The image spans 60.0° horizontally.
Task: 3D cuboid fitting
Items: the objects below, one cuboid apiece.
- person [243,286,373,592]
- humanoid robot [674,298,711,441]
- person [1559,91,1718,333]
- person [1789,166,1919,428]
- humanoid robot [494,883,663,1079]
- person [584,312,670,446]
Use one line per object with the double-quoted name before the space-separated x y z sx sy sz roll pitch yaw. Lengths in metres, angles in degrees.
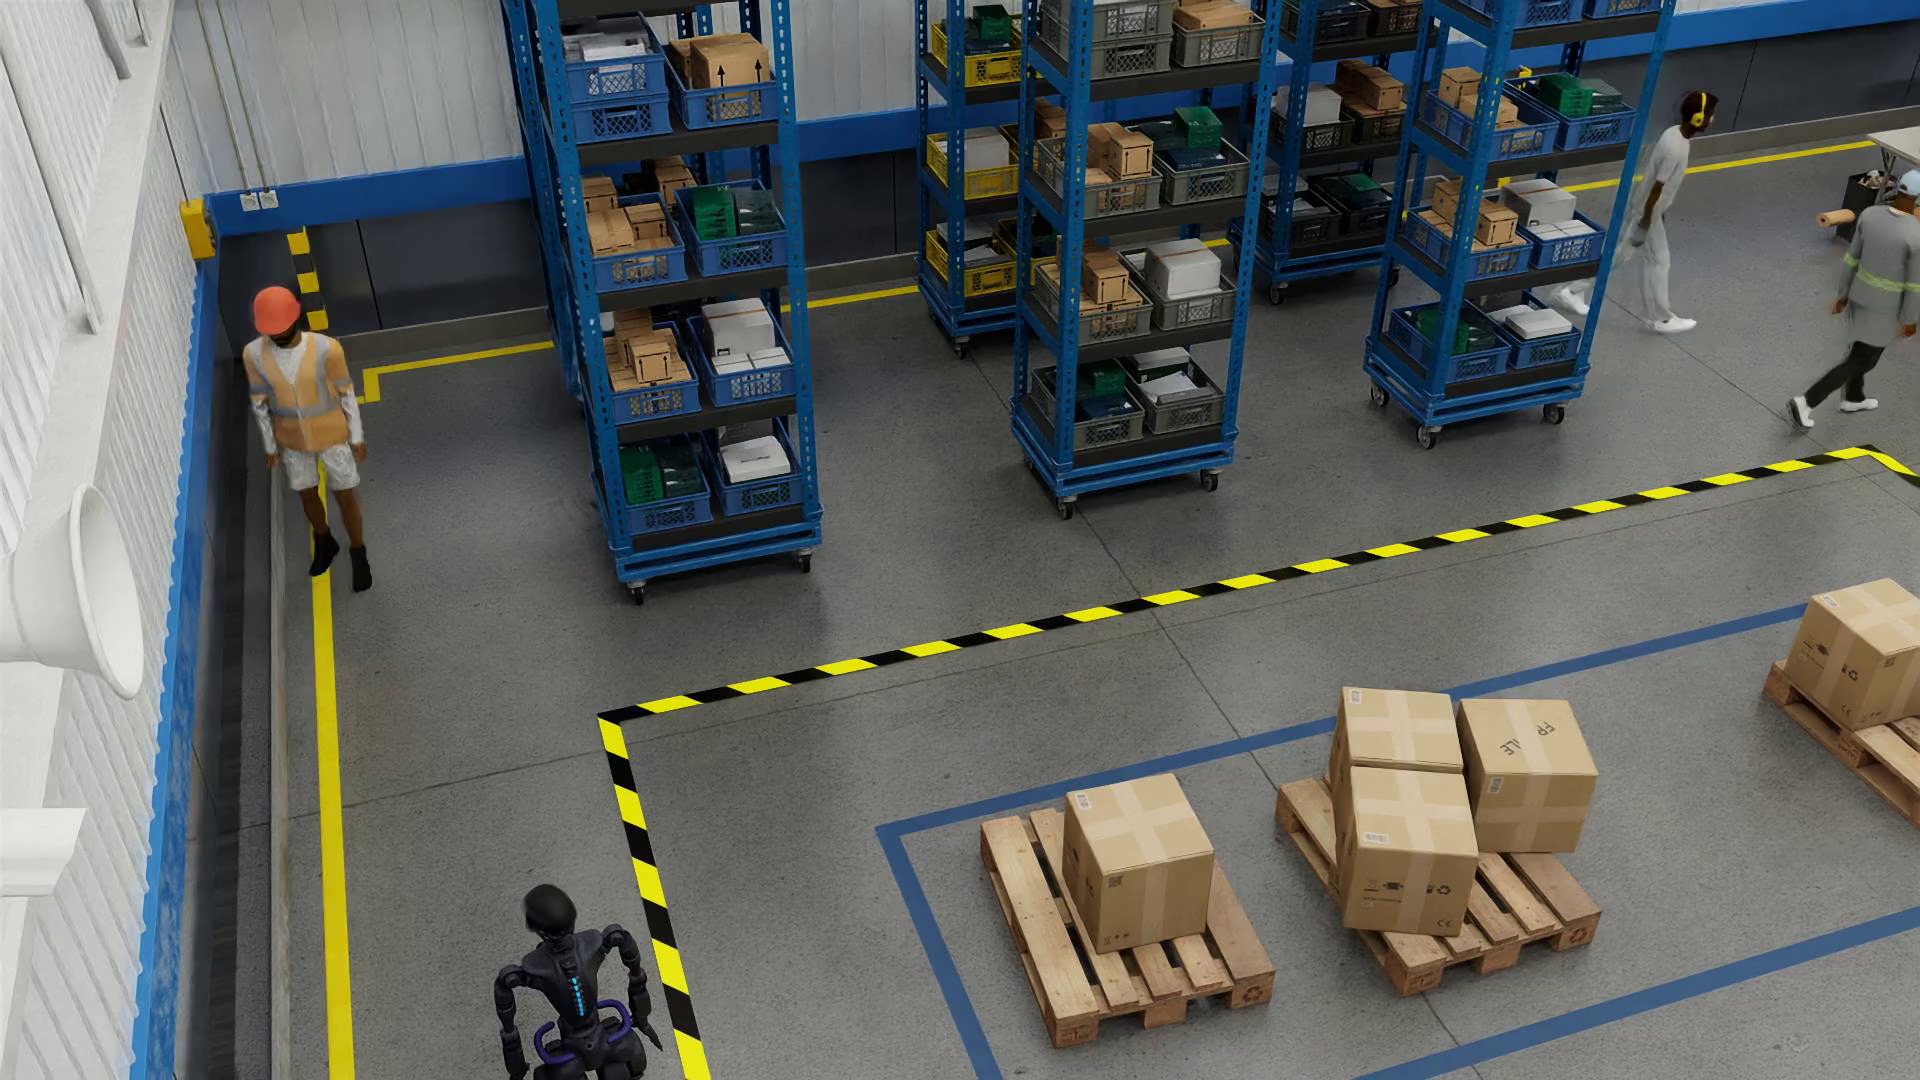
"person" -3.687 -0.586 9.472 0.572 1.928 0.571 -5 35 -7
"humanoid robot" -1.669 -1.292 10.696 0.688 1.648 0.589 0 35 0
"person" 5.009 -2.386 12.103 0.979 1.813 0.572 10 36 14
"person" 5.985 -1.573 10.932 0.817 1.827 0.586 -8 36 -11
"humanoid robot" -1.394 1.893 6.137 0.599 1.656 0.315 -18 39 -23
"person" -2.012 -0.937 10.029 0.457 1.829 0.582 -22 41 -27
